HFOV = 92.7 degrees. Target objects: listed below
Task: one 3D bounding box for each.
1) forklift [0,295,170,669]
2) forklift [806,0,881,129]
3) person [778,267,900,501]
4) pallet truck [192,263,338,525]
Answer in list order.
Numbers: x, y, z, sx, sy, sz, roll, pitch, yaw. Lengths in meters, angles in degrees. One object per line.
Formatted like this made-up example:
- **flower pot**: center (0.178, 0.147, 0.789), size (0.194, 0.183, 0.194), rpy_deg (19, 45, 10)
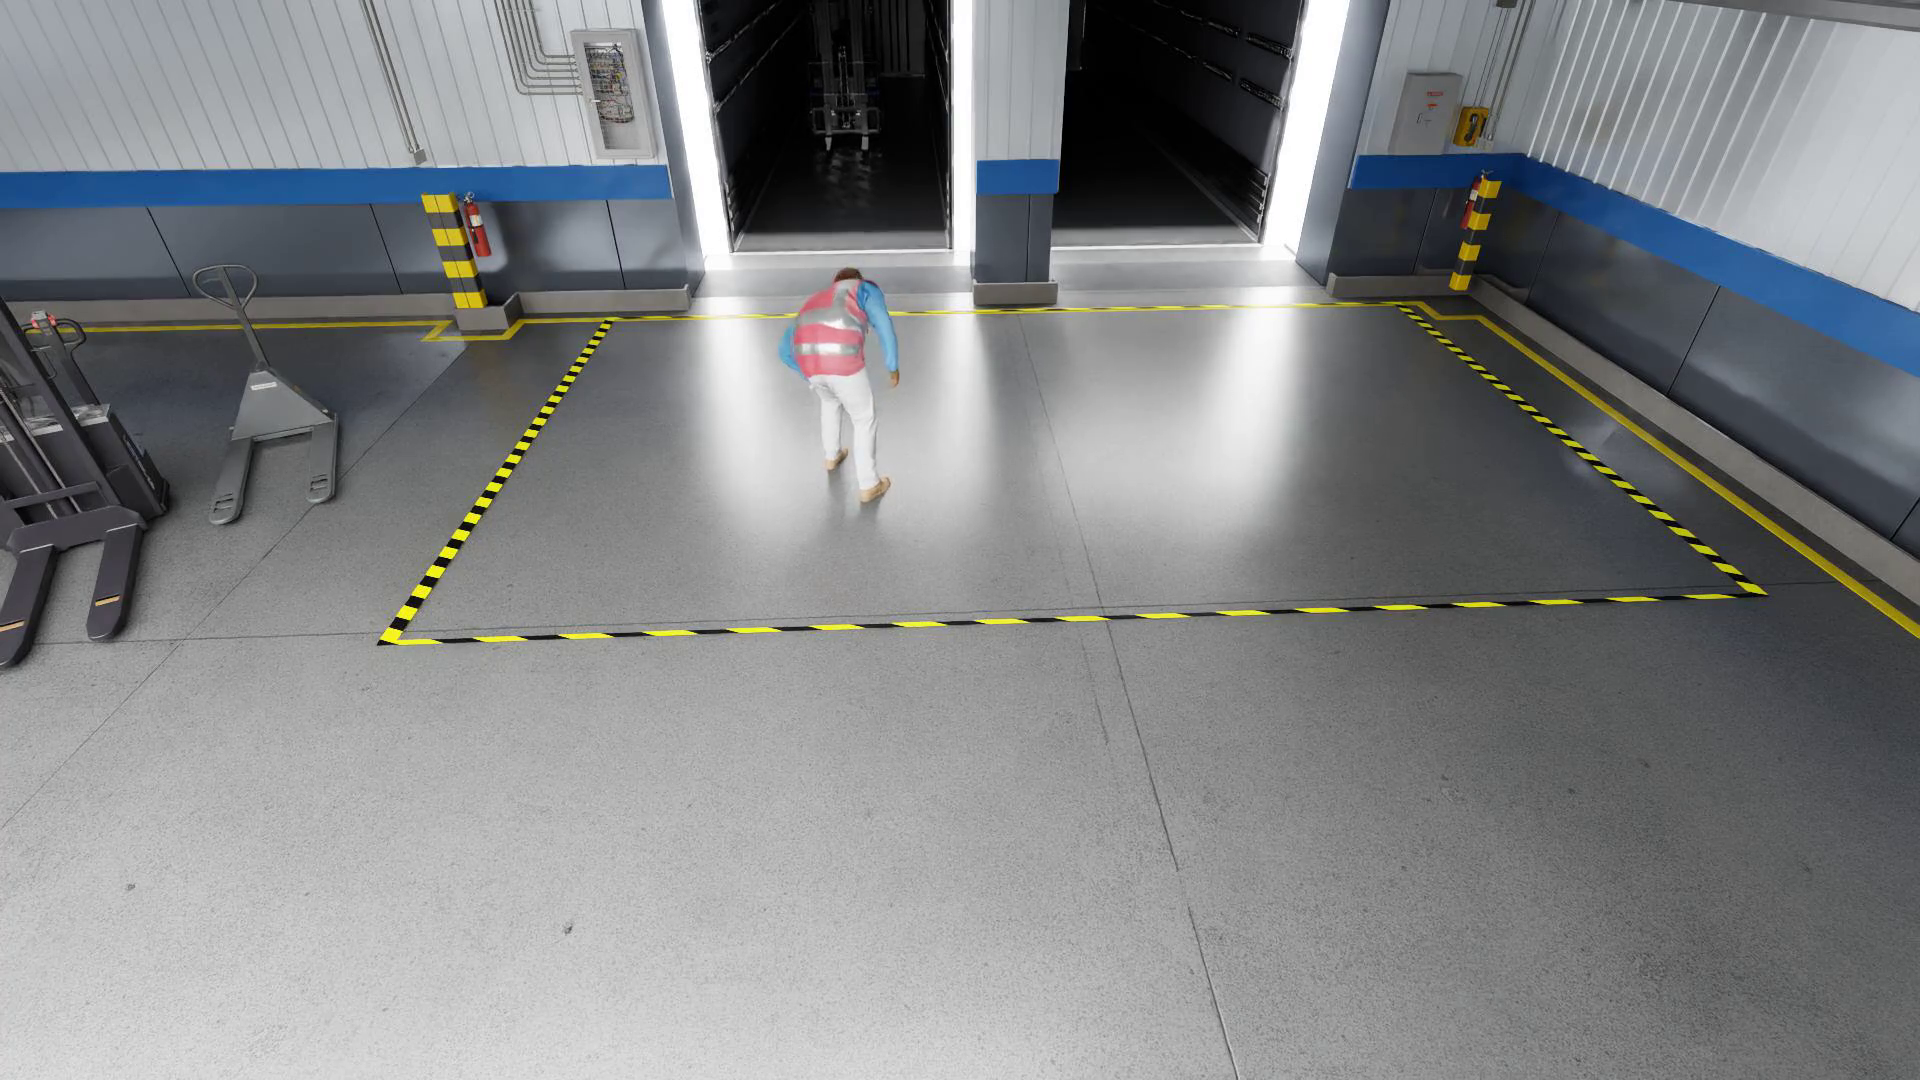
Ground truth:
- **forklift**: center (-5.212, -0.618, 4.878), size (0.823, 1.965, 1.885), rpy_deg (-20, 39, -26)
- **forklift**: center (-1.942, -8.169, 15.415), size (1.157, 2.036, 2.680), rpy_deg (-3, 35, -4)
- **person**: center (-0.754, -1.094, 6.172), size (0.889, 1.334, 0.887), rpy_deg (19, 39, 25)
- **pallet truck**: center (-4.778, -1.027, 6.128), size (0.680, 1.201, 1.601), rpy_deg (-17, 38, -23)
